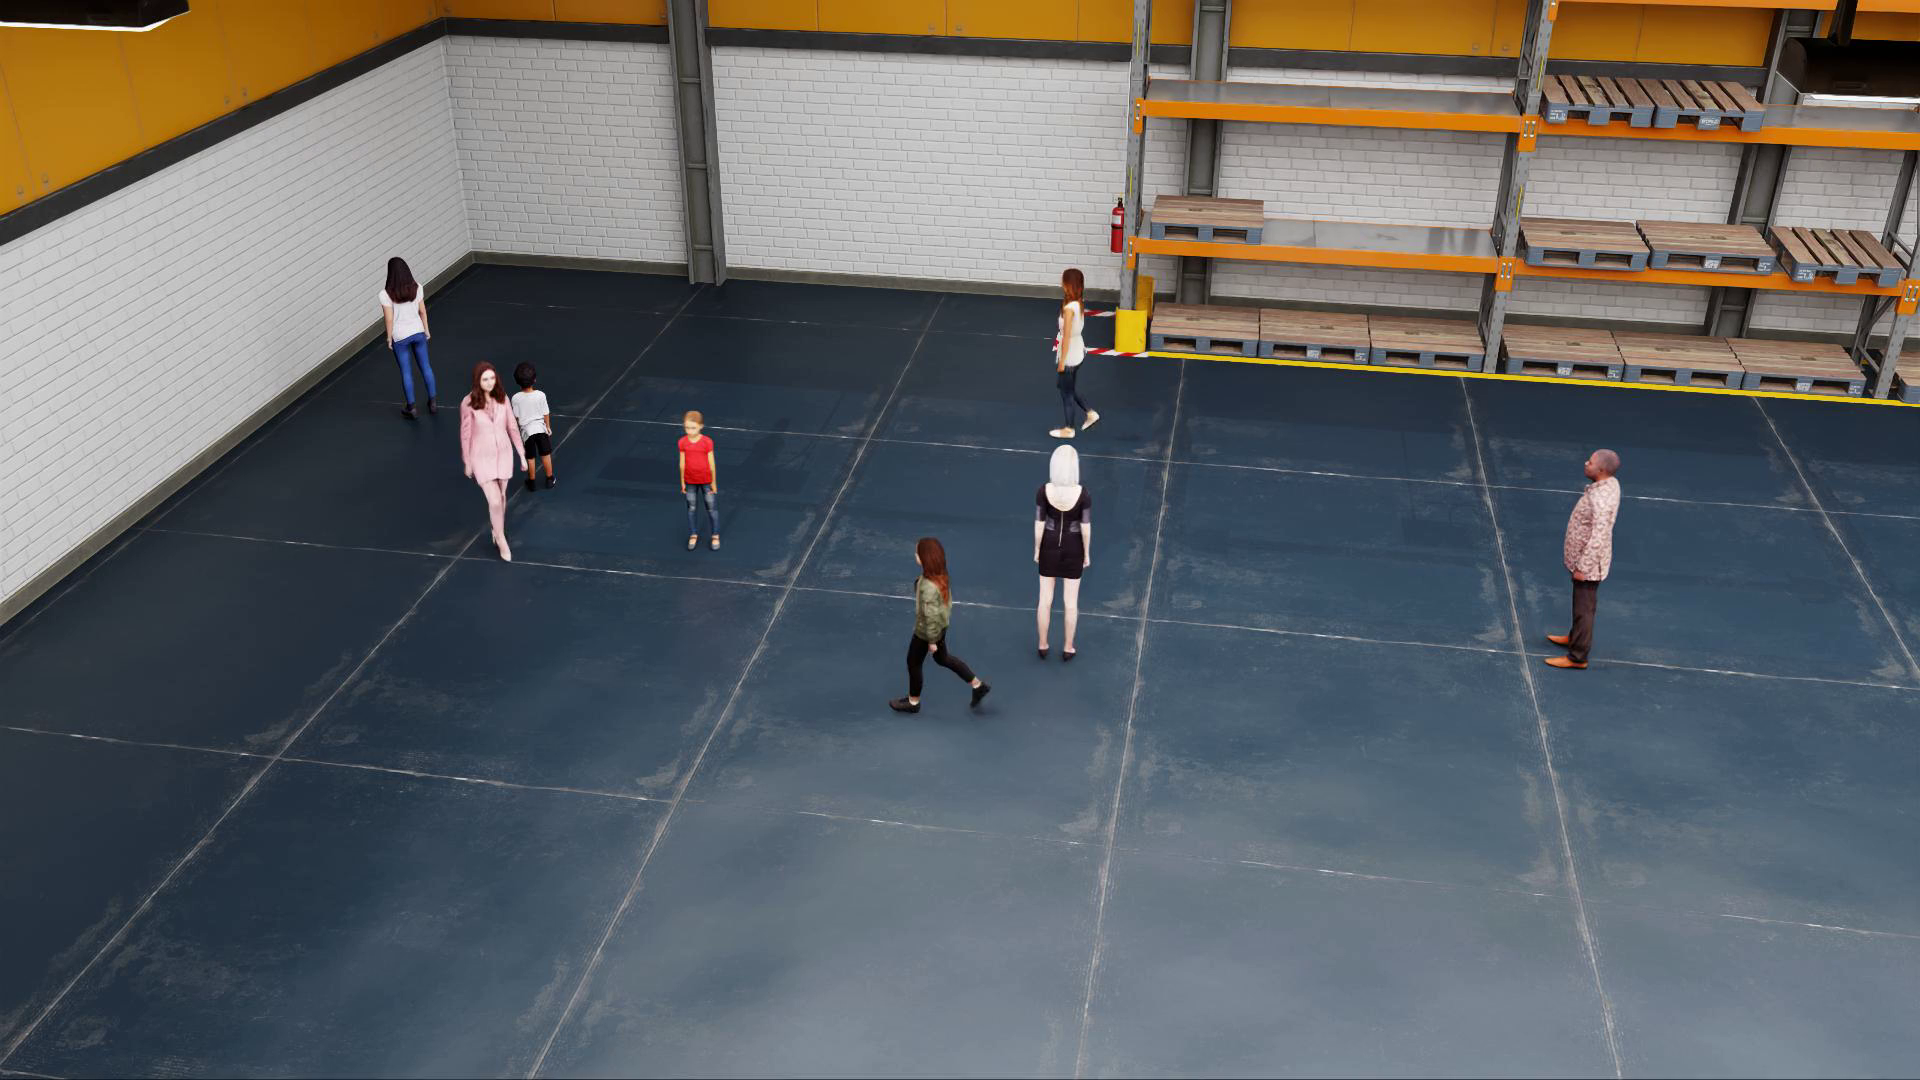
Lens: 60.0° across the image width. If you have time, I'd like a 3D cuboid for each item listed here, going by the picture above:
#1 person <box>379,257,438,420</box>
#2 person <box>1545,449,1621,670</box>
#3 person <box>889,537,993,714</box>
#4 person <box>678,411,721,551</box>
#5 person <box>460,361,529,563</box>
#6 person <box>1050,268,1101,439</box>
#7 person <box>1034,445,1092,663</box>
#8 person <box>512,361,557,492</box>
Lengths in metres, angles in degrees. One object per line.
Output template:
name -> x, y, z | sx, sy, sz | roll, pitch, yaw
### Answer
person -> -5.564, -2.035, 16.787 | 0.678, 1.685, 0.723 | -21, 35, -34
person -> 4.809, 0.134, 12.684 | 0.678, 1.807, 0.734 | 12, 31, 21
person -> -0.128, 0.648, 12.113 | 0.963, 1.452, 0.566 | 5, 29, 8
person -> -2.257, -0.529, 14.422 | 0.434, 1.306, 0.542 | 1, 29, 3
person -> -4.047, -0.717, 14.269 | 0.842, 1.782, 0.901 | -21, 35, -33
person -> 1.175, -1.797, 16.258 | 0.726, 1.774, 0.635 | 7, 29, 13
person -> 0.773, 0.116, 12.692 | 0.421, 1.832, 0.633 | 4, 29, 8
person -> -3.964, -1.054, 15.431 | 0.559, 1.262, 0.636 | -10, 30, -18
